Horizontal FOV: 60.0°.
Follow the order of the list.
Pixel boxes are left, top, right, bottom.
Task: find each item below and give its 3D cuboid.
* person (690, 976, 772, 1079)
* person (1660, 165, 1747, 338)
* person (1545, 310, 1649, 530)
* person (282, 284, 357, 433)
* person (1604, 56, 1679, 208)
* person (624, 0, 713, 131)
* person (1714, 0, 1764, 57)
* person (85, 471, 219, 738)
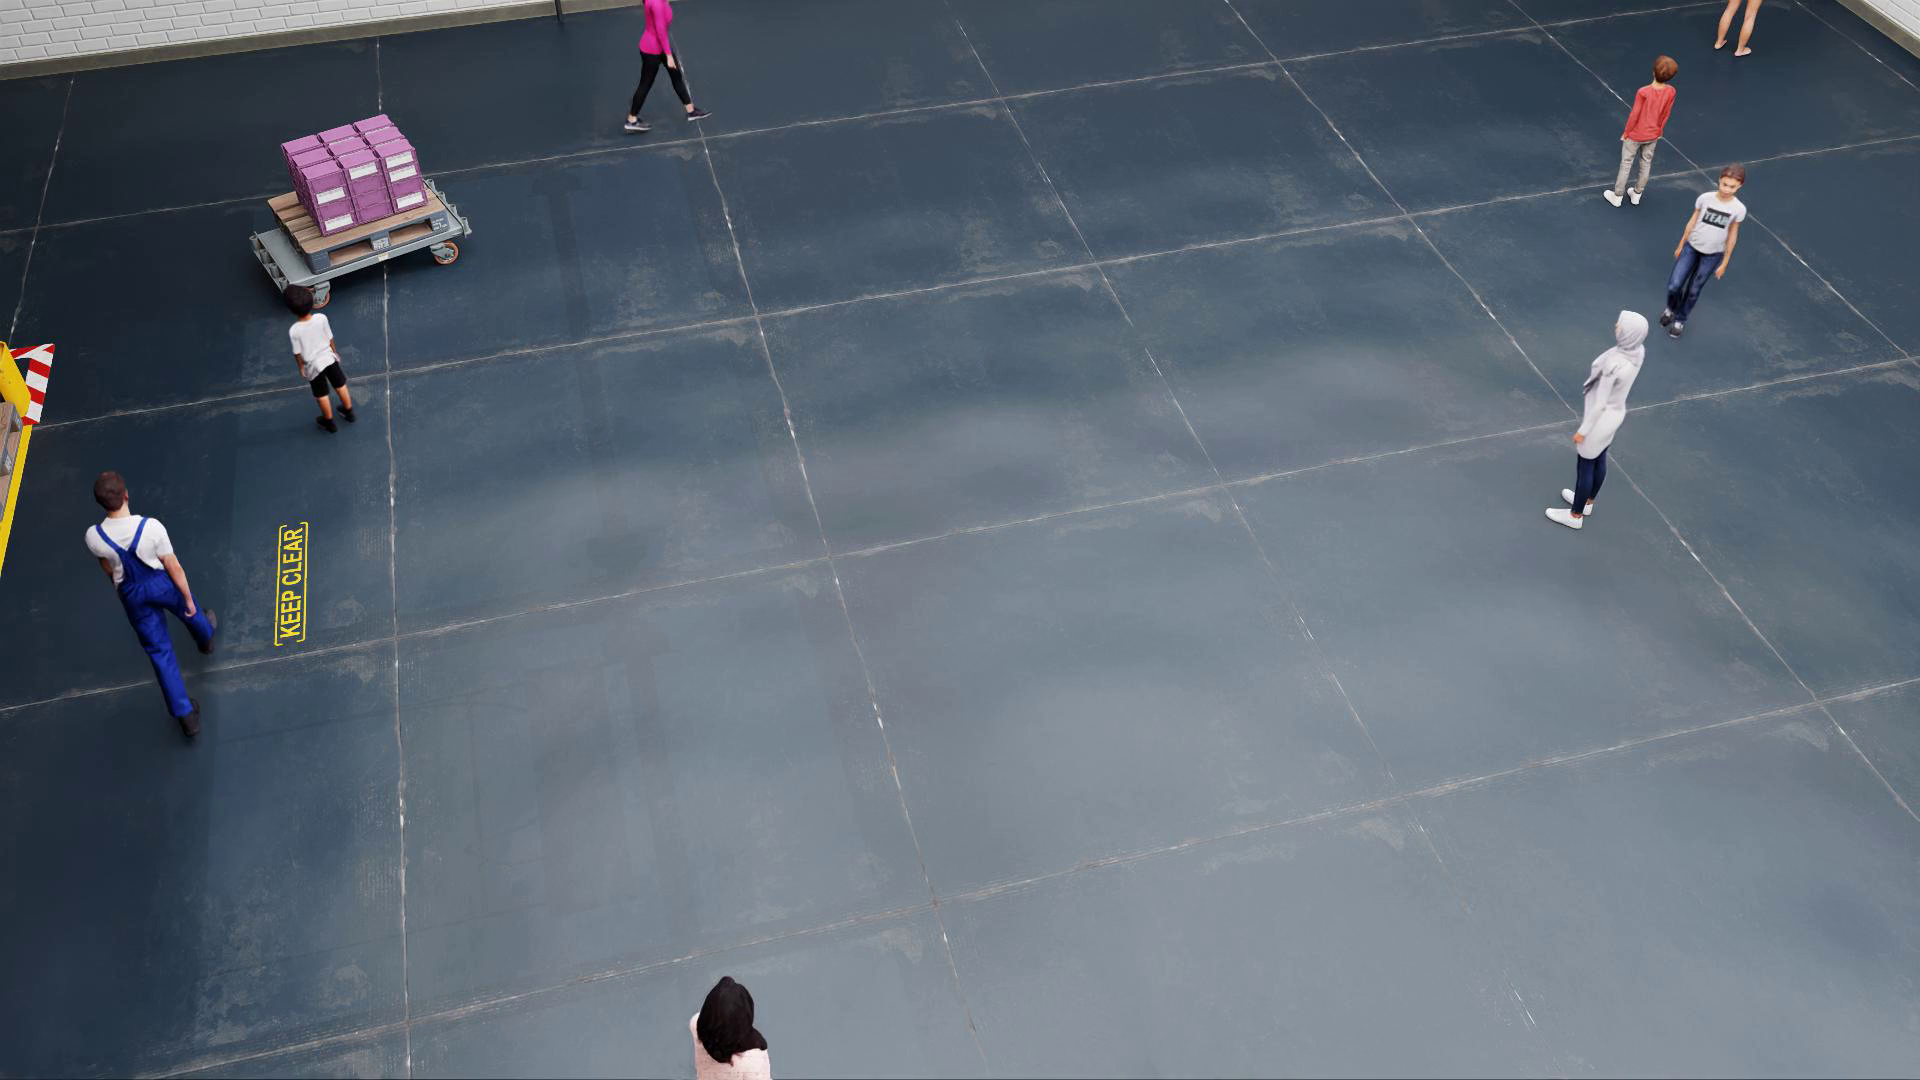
[{"bbox_3d":[-1.106,2.704,7.849,0.861,1.750,0.906,28,50,27],"label":"person"},{"bbox_3d":[5.957,-2.353,13.299,0.680,1.554,0.741,23,48,22],"label":"person"},{"bbox_3d":[4.455,-0.826,11.537,0.709,1.775,0.702,34,53,31],"label":"person"},{"bbox_3d":[-4.814,-1.368,12.481,0.564,1.256,0.603,-34,53,-31],"label":"person"},{"bbox_3d":[6.059,-3.613,14.722,0.549,1.416,0.528,-3,44,-3],"label":"person"},{"bbox_3d":[-2.945,-4.591,15.575,0.744,1.655,1.037,-9,44,-9],"label":"person"},{"bbox_3d":[7.996,-5.695,16.747,0.702,1.637,0.596,-33,52,-30],"label":"person"},{"bbox_3d":[-4.967,0.422,10.212,0.653,1.793,1.261,-11,45,-12],"label":"person"}]
